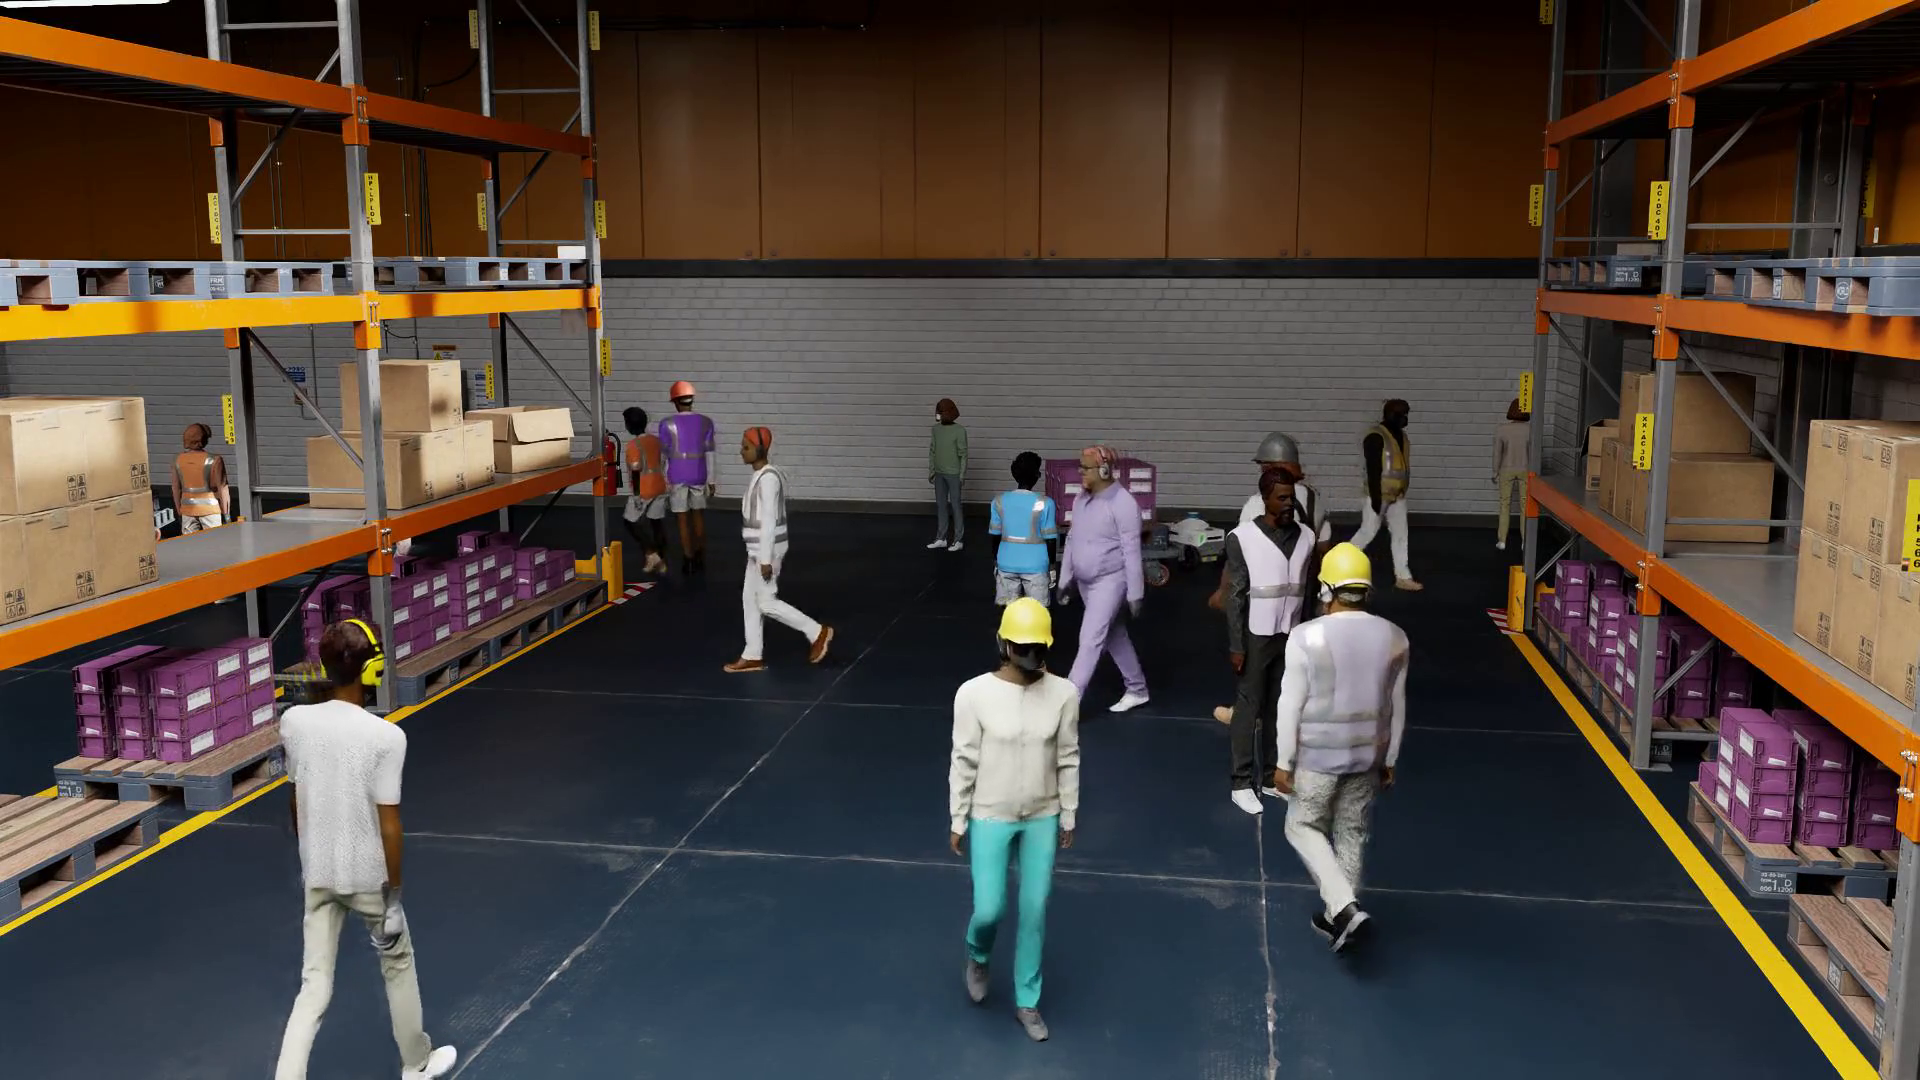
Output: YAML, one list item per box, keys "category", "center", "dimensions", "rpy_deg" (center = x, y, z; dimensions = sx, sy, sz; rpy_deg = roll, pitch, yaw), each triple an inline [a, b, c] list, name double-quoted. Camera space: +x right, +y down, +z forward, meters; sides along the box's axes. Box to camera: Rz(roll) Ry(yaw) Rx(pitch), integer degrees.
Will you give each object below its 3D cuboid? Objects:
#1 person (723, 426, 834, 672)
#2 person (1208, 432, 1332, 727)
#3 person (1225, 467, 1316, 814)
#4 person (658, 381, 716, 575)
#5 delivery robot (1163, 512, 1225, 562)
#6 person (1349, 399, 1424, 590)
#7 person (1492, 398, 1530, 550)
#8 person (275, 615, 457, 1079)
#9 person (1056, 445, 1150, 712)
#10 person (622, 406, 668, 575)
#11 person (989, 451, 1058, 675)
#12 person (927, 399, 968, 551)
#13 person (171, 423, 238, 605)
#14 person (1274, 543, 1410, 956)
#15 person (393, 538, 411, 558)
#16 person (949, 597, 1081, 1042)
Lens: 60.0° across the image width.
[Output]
- category: "person"
  center: [-1.370, 0.075, 12.358]
  dimensions: [0.731, 1.861, 0.582]
  rpy_deg: [-2, 9, -13]
- category: "person"
  center: [2.027, 0.285, 10.487]
  dimensions: [1.042, 2.000, 0.680]
  rpy_deg: [9, 13, 44]
- category: "person"
  center: [1.728, 0.542, 9.281]
  dimensions: [0.591, 1.920, 0.393]
  rpy_deg: [-5, 11, -31]
- category: "person"
  center: [-2.744, -0.625, 16.537]
  dimensions: [0.548, 1.901, 0.767]
  rpy_deg: [-4, 10, -24]
- category: "delivery robot"
  center: [2.351, -0.039, 16.772]
  dimensions: [0.477, 0.478, 0.707]
  rpy_deg: [-5, 10, -28]
- category: "person"
  center: [3.983, -0.446, 15.767]
  dimensions: [0.643, 1.802, 0.890]
  rpy_deg: [-8, 12, -42]
- category: "person"
  center: [5.961, -0.702, 17.832]
  dimensions: [0.498, 1.633, 0.282]
  rpy_deg: [3, 10, 17]
- category: "person"
  center: [-2.126, 1.171, 5.723]
  dimensions: [0.538, 1.826, 0.952]
  rpy_deg: [2, 9, 11]
- category: "person"
  center: [0.900, 0.293, 11.035]
  dimensions: [1.025, 1.851, 0.676]
  rpy_deg: [-5, 10, -26]
- category: "person"
  center: [-3.068, -0.467, 16.214]
  dimensions: [0.372, 1.676, 0.576]
  rpy_deg: [4, 10, 25]
- category: "person"
  center: [0.467, 0.206, 12.032]
  dimensions: [0.539, 1.695, 0.318]
  rpy_deg: [5, 11, 29]
- category: "person"
  center: [-0.140, -0.698, 17.807]
  dimensions: [0.508, 1.632, 0.274]
  rpy_deg: [8, 12, 42]
- category: "person"
  center: [-6.770, -0.225, 14.866]
  dimensions: [0.514, 1.641, 0.309]
  rpy_deg: [1, 9, 4]
- category: "person"
  center: [1.671, 0.928, 7.202]
  dimensions: [0.604, 1.820, 0.546]
  rpy_deg: [-3, 10, -17]
- category: "person"
  center: [-5.561, -0.627, 16.254]
  dimensions: [0.381, 1.996, 0.608]
  rpy_deg: [-3, 10, -17]
- category: "person"
  center: [0.211, 1.072, 6.516]
  dimensions: [0.546, 1.754, 0.429]
  rpy_deg: [-3, 10, -17]
